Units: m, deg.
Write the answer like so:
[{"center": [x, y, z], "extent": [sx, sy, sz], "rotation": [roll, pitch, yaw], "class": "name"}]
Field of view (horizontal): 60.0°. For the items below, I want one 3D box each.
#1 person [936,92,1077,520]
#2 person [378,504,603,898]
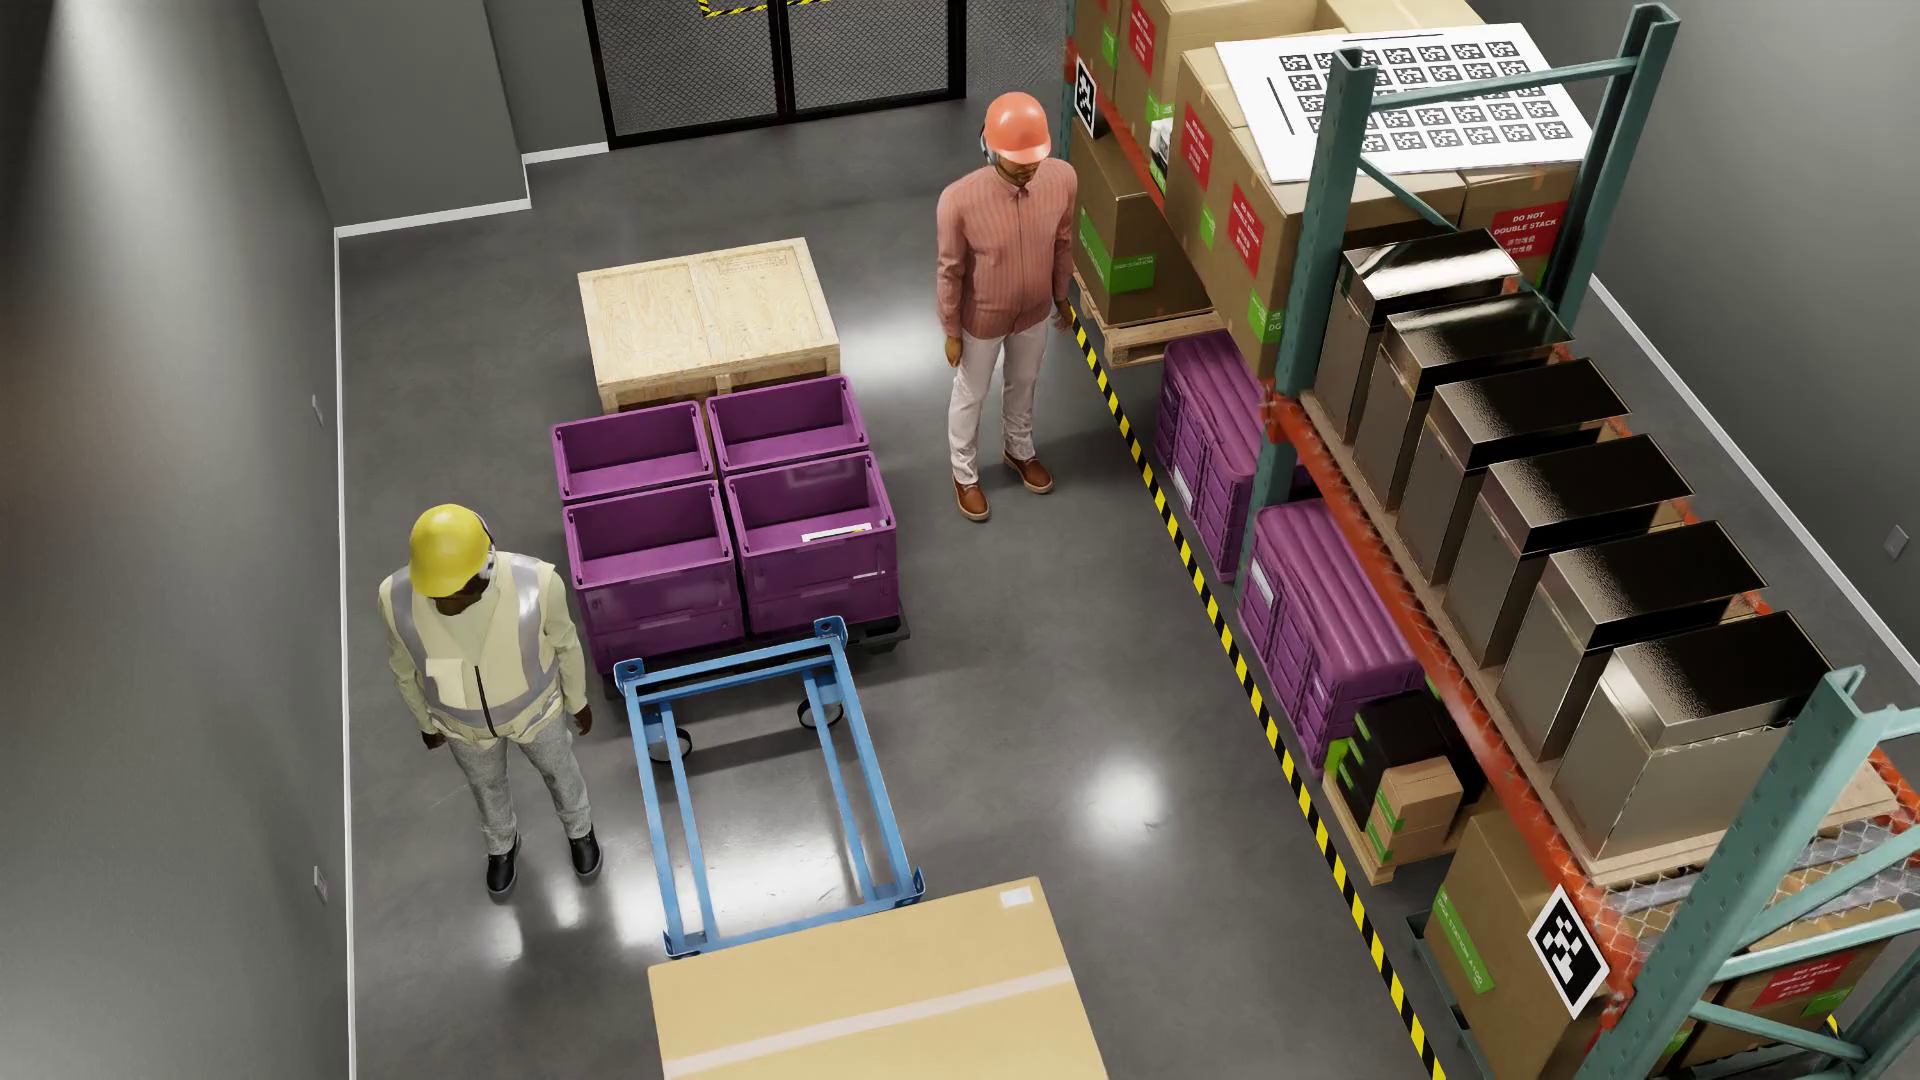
[{"center": [0.194, -0.925, 6.697], "extent": [0.611, 1.996, 0.387], "rotation": [-21, 51, -18], "class": "person"}, {"center": [-1.511, 0.542, 5.461], "extent": [0.588, 1.831, 0.403], "rotation": [-9, 48, -8], "class": "person"}]
